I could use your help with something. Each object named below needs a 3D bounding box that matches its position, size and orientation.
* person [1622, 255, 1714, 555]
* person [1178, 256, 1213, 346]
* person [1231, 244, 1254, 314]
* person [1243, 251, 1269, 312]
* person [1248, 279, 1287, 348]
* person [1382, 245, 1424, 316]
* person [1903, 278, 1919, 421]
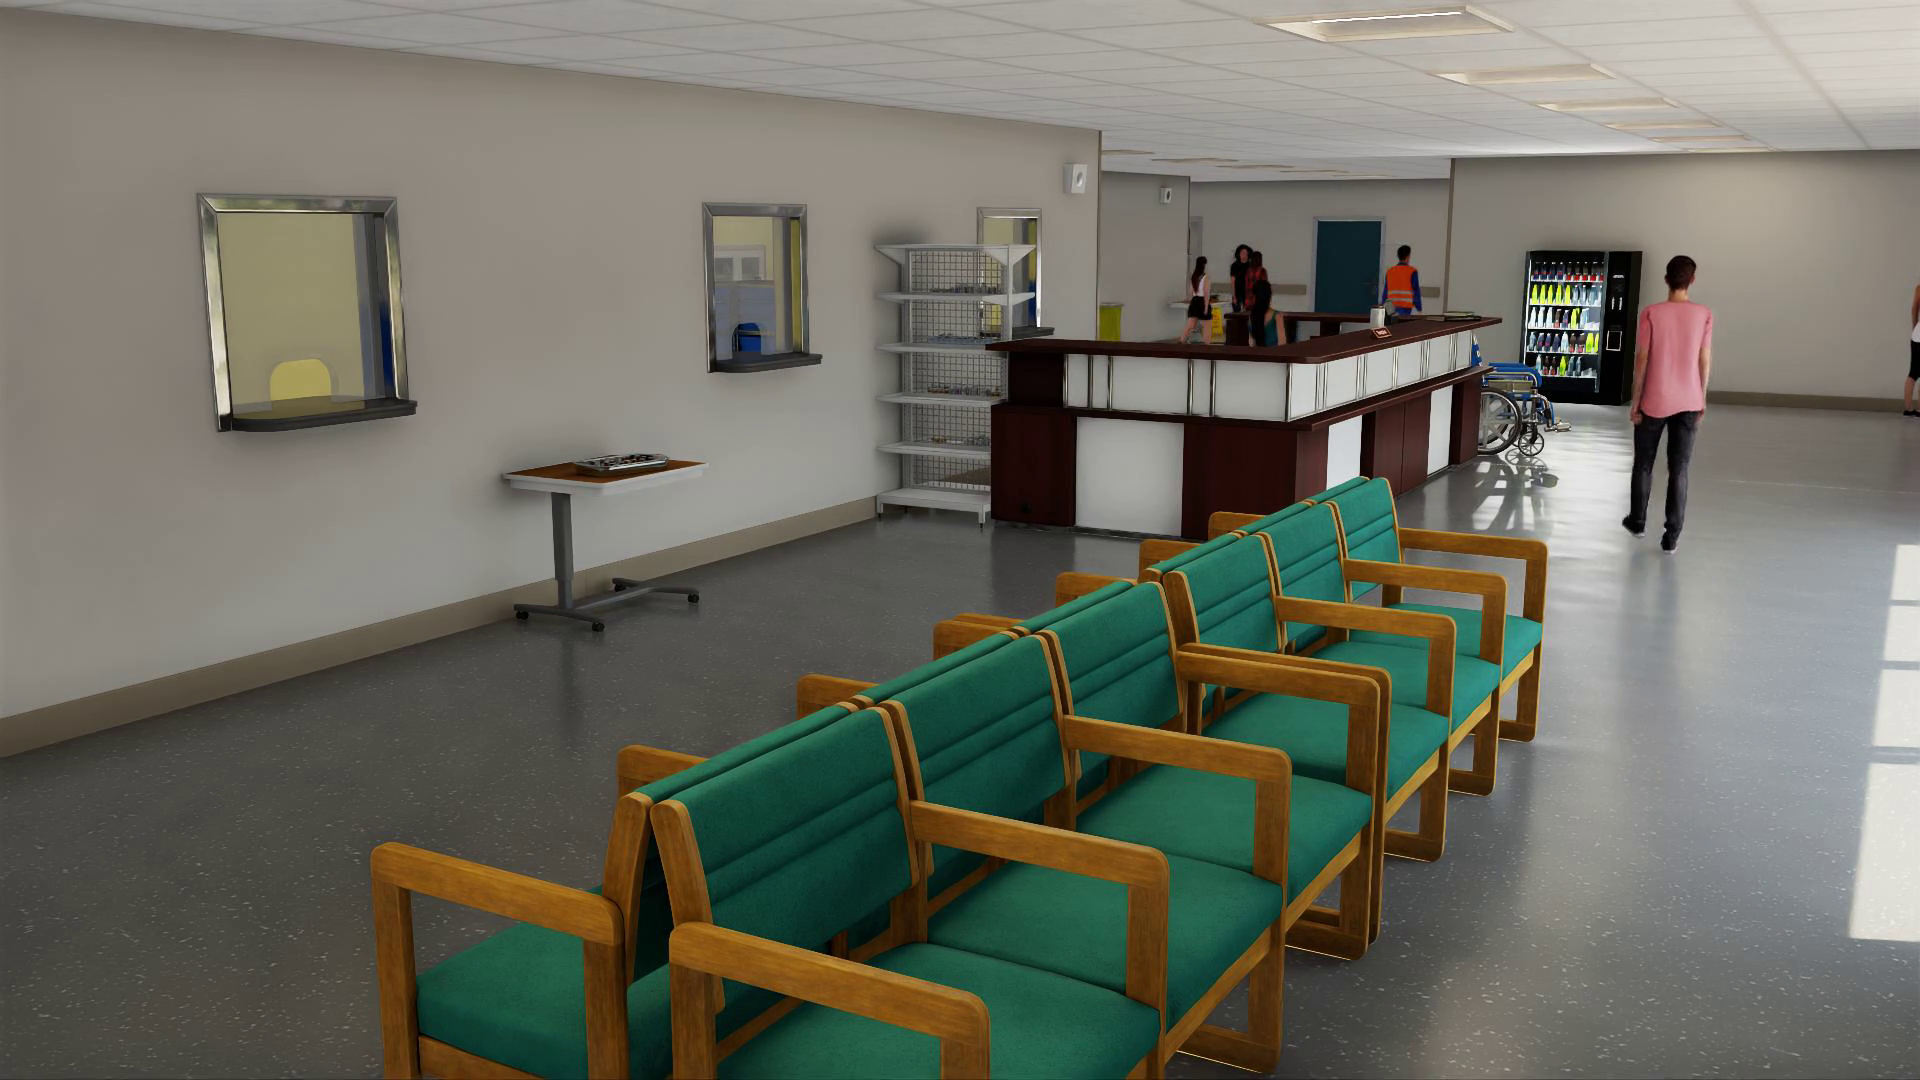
[{"bbox_3d":[4.661,-0.863,10.889,1.039,1.929,0.889,3,11,13],"label":"person"},{"bbox_3d":[3.782,-3.703,26.713,1.093,1.611,0.820,10,15,43],"label":"person"},{"bbox_3d":[4.961,-4.329,29.500,1.046,1.789,1.065,-3,11,-15],"label":"person"},{"bbox_3d":[5.094,-4.139,28.792,0.695,1.692,0.770,10,15,42],"label":"person"},{"bbox_3d":[2.725,-1.446,14.656,0.736,1.672,0.545,-5,12,-26],"label":"person"},{"bbox_3d":[6.267,-3.269,23.821,0.951,1.837,1.015,-9,14,-38],"label":"person"},{"bbox_3d":[10.769,-2.246,18.564,0.709,1.786,0.677,-1,11,-8],"label":"person"}]
